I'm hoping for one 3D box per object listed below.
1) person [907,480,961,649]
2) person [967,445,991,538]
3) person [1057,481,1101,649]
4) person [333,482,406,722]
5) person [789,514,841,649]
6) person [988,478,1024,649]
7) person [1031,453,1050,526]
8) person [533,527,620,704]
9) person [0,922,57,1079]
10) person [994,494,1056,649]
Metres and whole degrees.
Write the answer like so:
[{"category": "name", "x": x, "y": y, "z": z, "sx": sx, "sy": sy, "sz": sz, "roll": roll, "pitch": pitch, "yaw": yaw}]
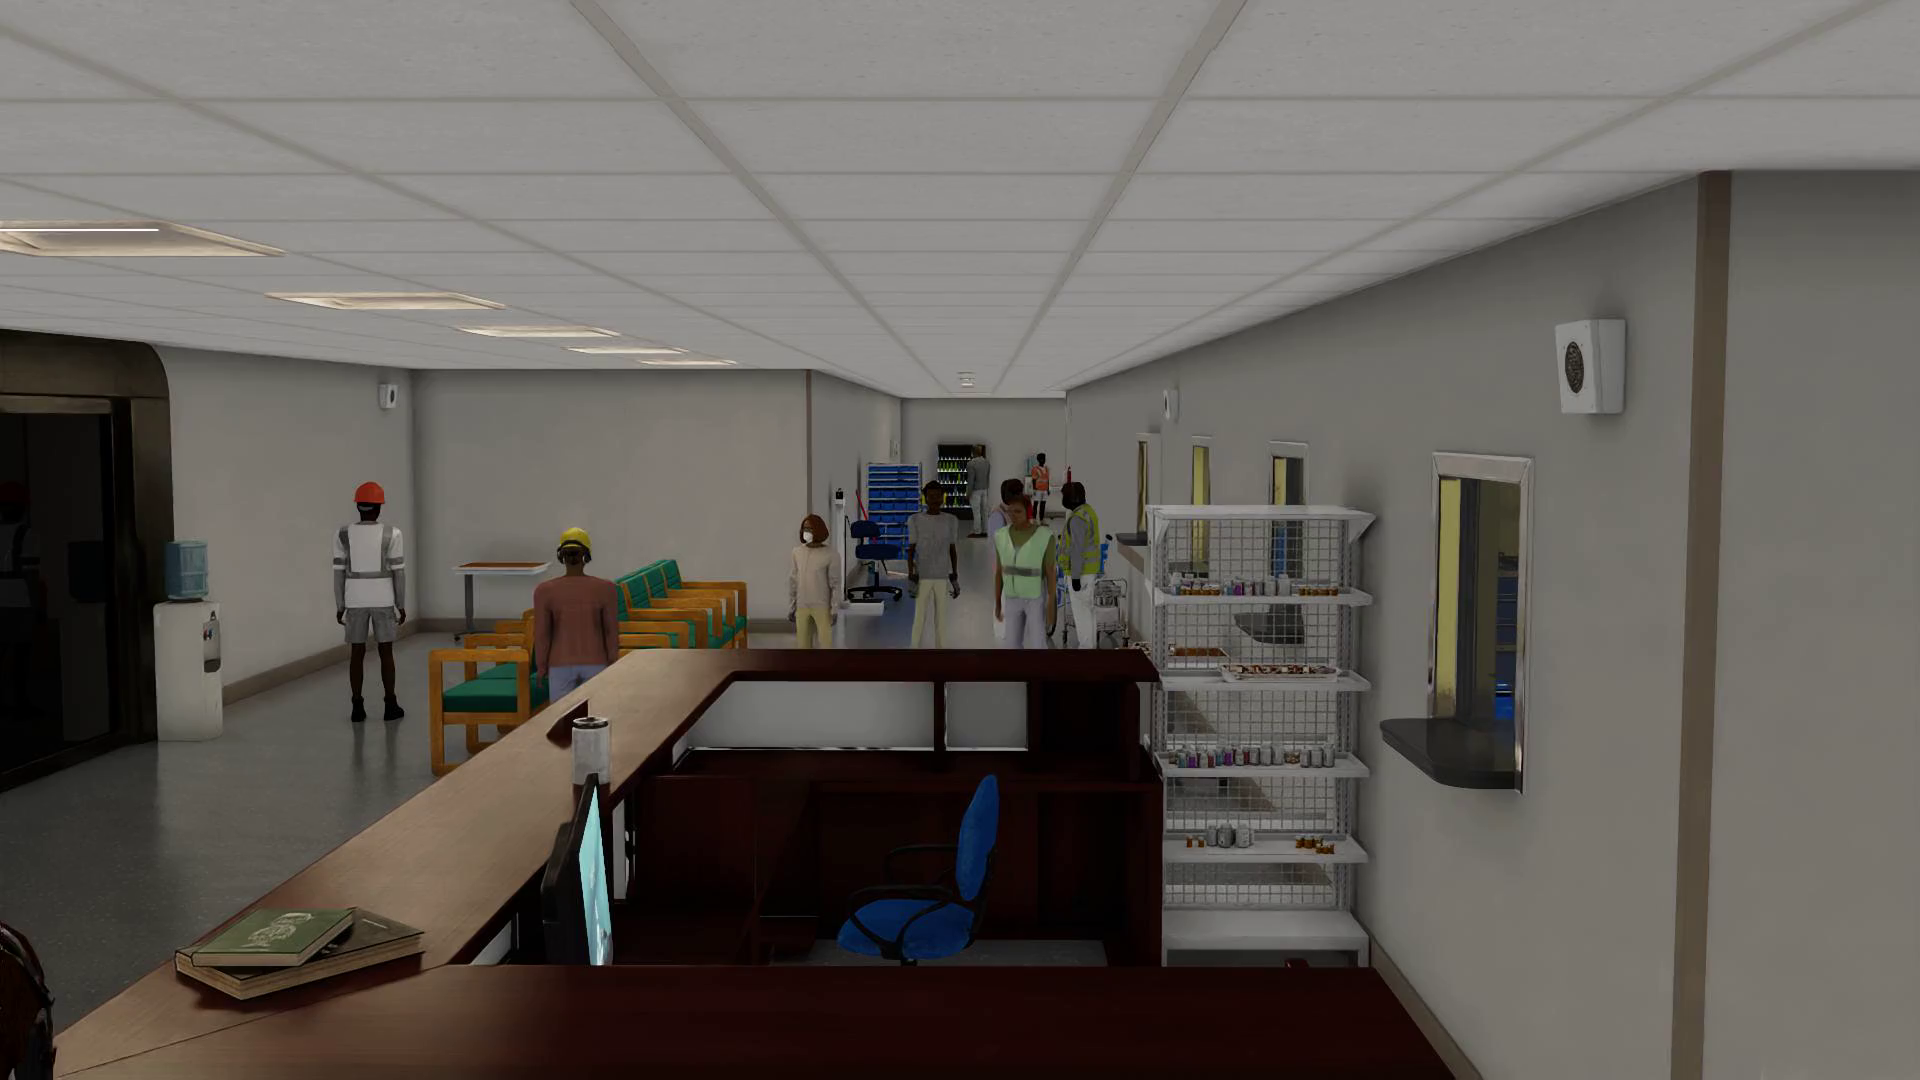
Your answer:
[{"category": "person", "x": -0.246, "y": 0.369, "z": 15.683, "sx": 0.521, "sy": 1.873, "sz": 0.335, "roll": -1, "pitch": 4, "yaw": -15}, {"category": "person", "x": 0.371, "y": -1.003, "z": 34.468, "sx": 0.379, "sy": 1.940, "sz": 0.629, "roll": 4, "pitch": 6, "yaw": 45}, {"category": "person", "x": 1.187, "y": 0.325, "z": 16.665, "sx": 0.430, "sy": 1.829, "sz": 0.628, "roll": 1, "pitch": 4, "yaw": 14}, {"category": "person", "x": -4.760, "y": 0.496, "z": 13.440, "sx": 0.552, "sy": 1.935, "sz": 0.374, "roll": -1, "pitch": 4, "yaw": -10}, {"category": "person", "x": -1.243, "y": 0.595, "z": 14.144, "sx": 0.498, "sy": 1.634, "sz": 0.281, "roll": 2, "pitch": 5, "yaw": 26}, {"category": "person", "x": 0.535, "y": 0.293, "z": 16.948, "sx": 0.429, "sy": 1.845, "sz": 0.627, "roll": 2, "pitch": 5, "yaw": 27}, {"category": "person", "x": 1.863, "y": -1.158, "z": 38.302, "sx": 0.534, "sy": 1.697, "sz": 0.322, "roll": -3, "pitch": 5, "yaw": -38}, {"category": "person", "x": -2.401, "y": 0.800, "z": 10.430, "sx": 0.526, "sy": 1.758, "sz": 0.341, "roll": -1, "pitch": 4, "yaw": -13}, {"category": "person", "x": -1.189, "y": 1.365, "z": 1.995, "sx": 0.630, "sy": 1.835, "sz": 0.429, "roll": -2, "pitch": 5, "yaw": -29}, {"category": "person", "x": 0.563, "y": 0.515, "z": 14.054, "sx": 0.574, "sy": 1.814, "sz": 0.506, "roll": 2, "pitch": 5, "yaw": 31}]
